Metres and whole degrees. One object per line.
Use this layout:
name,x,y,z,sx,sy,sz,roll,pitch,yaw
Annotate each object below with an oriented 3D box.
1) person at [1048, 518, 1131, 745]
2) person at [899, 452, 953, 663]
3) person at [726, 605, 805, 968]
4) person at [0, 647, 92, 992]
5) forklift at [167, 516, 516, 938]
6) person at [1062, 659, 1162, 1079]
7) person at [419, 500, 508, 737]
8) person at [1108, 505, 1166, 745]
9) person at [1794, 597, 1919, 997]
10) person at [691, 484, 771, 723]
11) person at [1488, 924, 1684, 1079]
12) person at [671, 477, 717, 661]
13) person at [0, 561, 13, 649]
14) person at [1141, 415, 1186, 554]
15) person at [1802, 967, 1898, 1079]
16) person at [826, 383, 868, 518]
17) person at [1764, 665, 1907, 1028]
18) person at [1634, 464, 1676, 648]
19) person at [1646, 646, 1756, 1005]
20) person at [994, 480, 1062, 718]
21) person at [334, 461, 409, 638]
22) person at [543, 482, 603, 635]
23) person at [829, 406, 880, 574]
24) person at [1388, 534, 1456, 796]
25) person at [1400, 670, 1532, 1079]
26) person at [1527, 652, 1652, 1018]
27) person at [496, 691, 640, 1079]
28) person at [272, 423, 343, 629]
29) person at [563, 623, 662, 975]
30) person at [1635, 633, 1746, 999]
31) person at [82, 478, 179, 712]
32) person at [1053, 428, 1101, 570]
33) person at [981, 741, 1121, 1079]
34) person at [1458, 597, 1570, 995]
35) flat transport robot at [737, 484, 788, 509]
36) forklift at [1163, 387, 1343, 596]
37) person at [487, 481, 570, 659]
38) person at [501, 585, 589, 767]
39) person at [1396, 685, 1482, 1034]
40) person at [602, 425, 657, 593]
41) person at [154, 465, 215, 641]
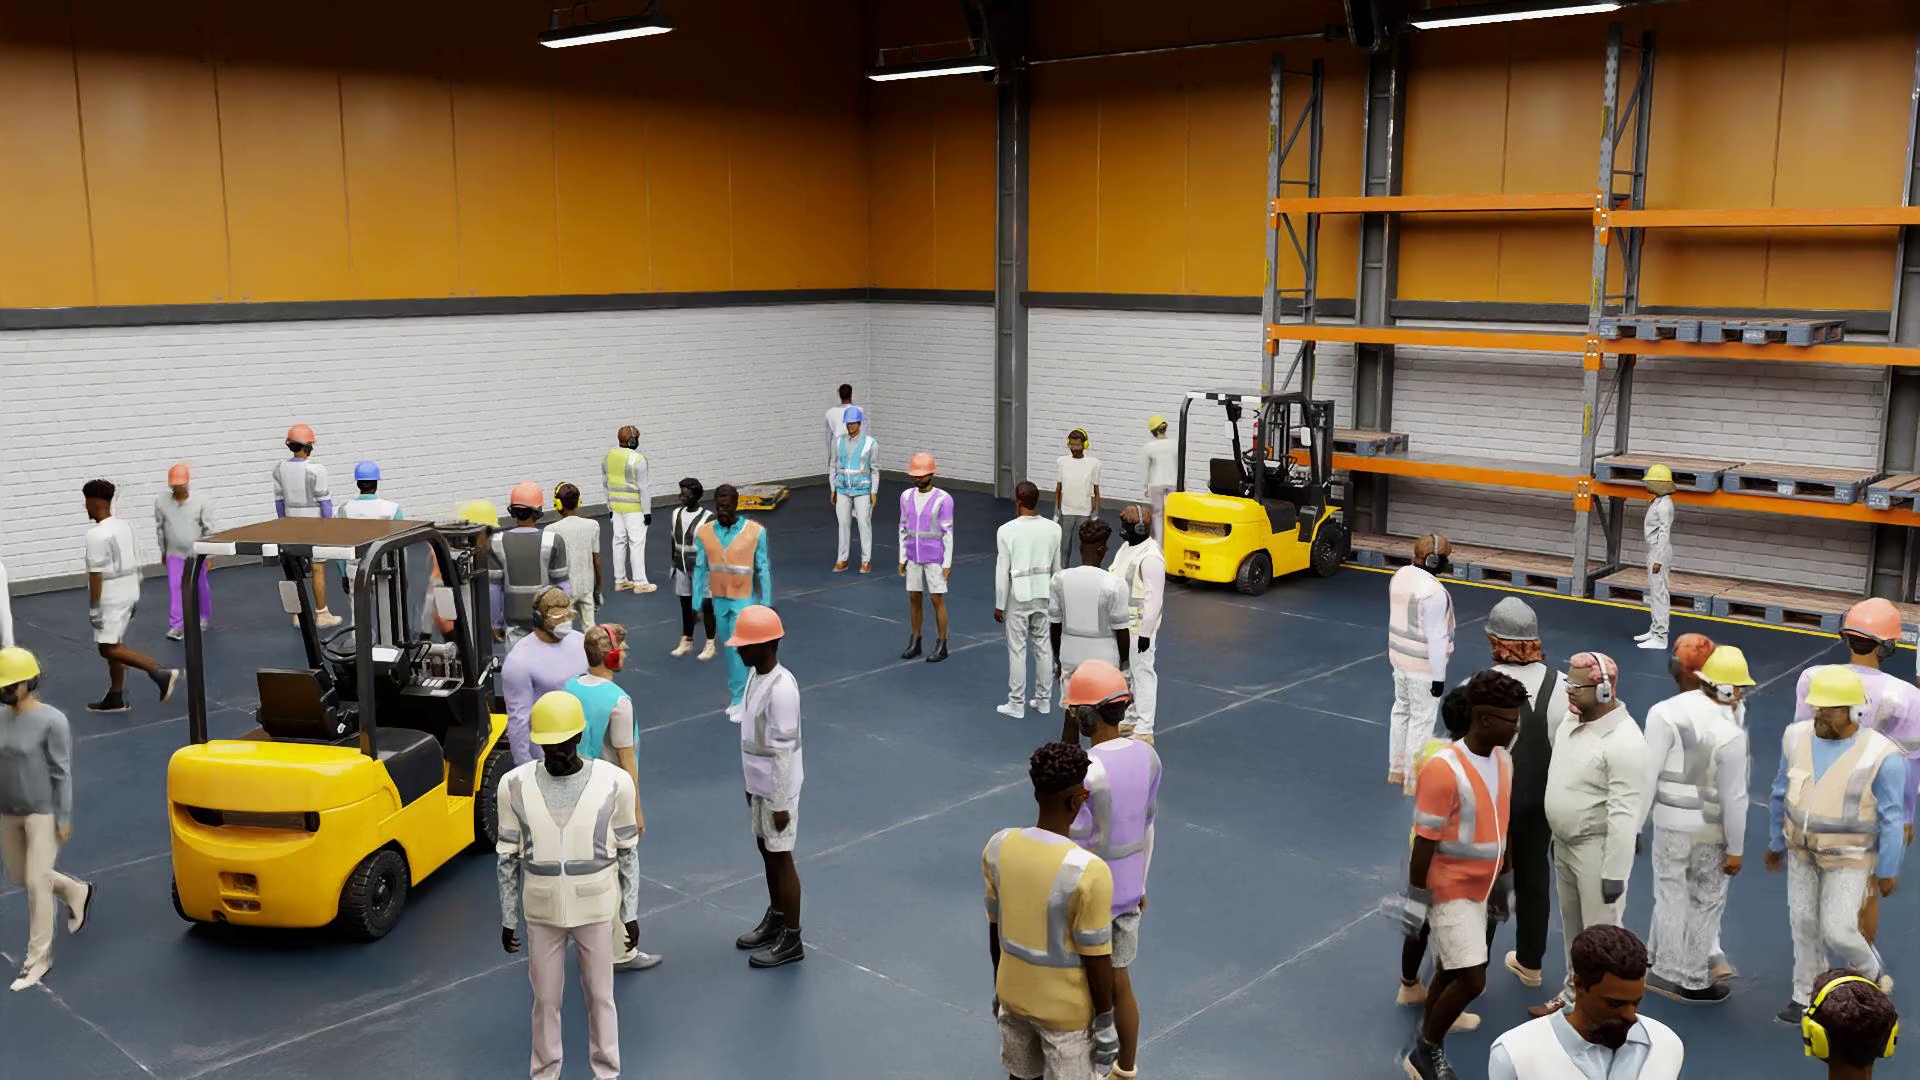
person,0.892,0.825,11.283,0.602,1.958,0.369,6,11,29
person,-0.325,0.158,15.174,0.546,1.928,0.387,6,11,30
person,-1.023,1.284,8.758,0.387,1.929,0.547,-4,11,-22
person,-4.814,1.389,8.688,0.532,1.743,0.716,3,10,15
forklift,-3.583,0.976,9.748,1.214,2.155,2.313,2,10,11
person,0.593,1.514,7.165,0.402,2.031,0.614,9,13,41
person,-3.759,0.628,12.670,0.869,1.856,0.599,3,10,17
person,1.316,0.647,12.630,0.429,1.844,0.626,-3,10,-16
person,4.503,1.293,8.374,0.378,2.044,0.608,-8,13,-39
person,-1.863,0.503,13.273,0.631,1.893,0.698,3,10,17
person,1.764,1.994,4.755,0.591,1.915,0.393,-3,10,-15
person,-2.440,0.259,15.249,0.540,1.695,0.317,6,11,30
person,-7.098,0.770,11.914,0.586,1.862,0.816,-8,13,-37
person,2.499,-0.660,20.372,0.564,1.736,0.381,0,10,-1
person,2.360,2.067,4.502,0.517,1.860,0.322,2,10,10
person,-1.541,-1.204,22.969,0.657,1.908,0.464,3,11,19
person,4.206,1.475,7.989,0.521,1.818,0.594,-5,11,-28
person,6.573,0.154,15.714,0.323,1.743,0.489,3,11,19
person,3.712,1.417,8.320,0.403,1.817,0.602,-2,10,-13
person,0.557,0.479,13.398,0.588,1.912,0.390,-6,12,-30
person,-5.097,0.280,14.448,0.604,1.939,0.415,0,10,0
person,-3.192,0.447,13.726,0.511,1.860,0.333,-7,12,-34
person,-1.230,-0.579,19.302,0.604,1.949,0.389,3,10,16
person,3.181,0.859,11.467,0.429,1.830,0.635,-2,10,-11
person,2.228,1.527,7.322,0.649,1.940,0.498,-9,13,-41
person,2.960,1.457,7.870,0.397,1.900,0.649,-1,10,-6
person,-1.670,1.574,7.107,0.595,1.925,0.373,-1,10,-5
person,-6.482,-0.137,16.510,0.608,2.046,0.367,2,10,14
person,-1.851,1.343,8.660,0.386,1.843,0.568,-10,14,-44
person,3.624,1.387,8.314,0.604,1.874,0.437,-5,11,-25
person,-6.736,0.465,13.433,0.722,1.930,0.601,-1,10,-4
person,1.248,-0.266,17.767,0.520,1.865,0.328,2,10,14
person,0.342,1.712,6.240,0.378,1.958,0.605,-9,13,-41
person,2.737,1.281,8.449,0.682,2.000,0.538,-3,10,-14
flat transport robot,-2.964,-0.641,24.431,0.652,0.197,1.431,1,10,4
forklift,3.298,-0.608,18.767,1.214,2.155,2.313,9,13,42
person,-3.208,0.576,12.452,0.605,2.045,0.378,0,10,-1
person,-2.273,1.191,9.301,0.367,1.926,0.637,5,11,27
person,2.372,1.527,8.060,0.322,1.688,0.536,-4,11,-20
person,-3.613,-0.339,18.242,0.636,1.842,0.429,7,12,33
person,-7.495,0.107,16.103,0.572,1.694,0.912,-2,10,-9
